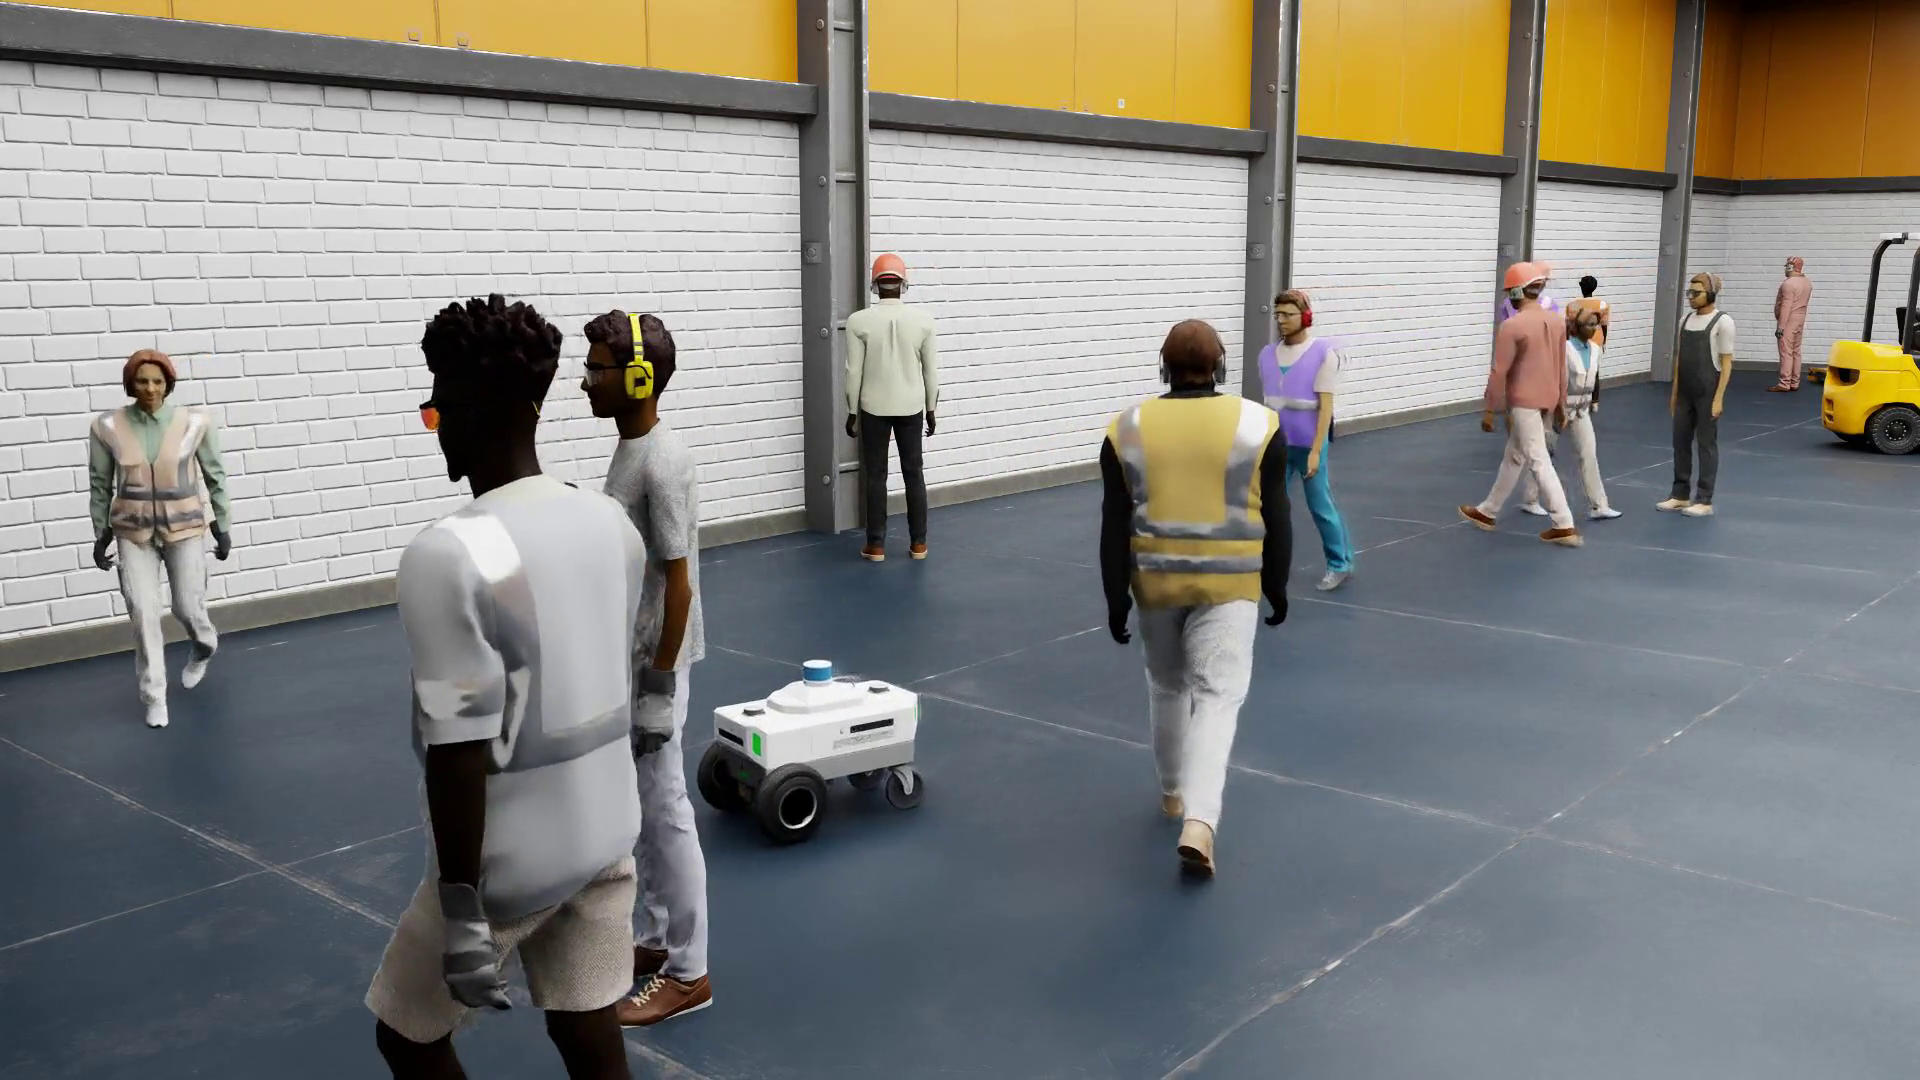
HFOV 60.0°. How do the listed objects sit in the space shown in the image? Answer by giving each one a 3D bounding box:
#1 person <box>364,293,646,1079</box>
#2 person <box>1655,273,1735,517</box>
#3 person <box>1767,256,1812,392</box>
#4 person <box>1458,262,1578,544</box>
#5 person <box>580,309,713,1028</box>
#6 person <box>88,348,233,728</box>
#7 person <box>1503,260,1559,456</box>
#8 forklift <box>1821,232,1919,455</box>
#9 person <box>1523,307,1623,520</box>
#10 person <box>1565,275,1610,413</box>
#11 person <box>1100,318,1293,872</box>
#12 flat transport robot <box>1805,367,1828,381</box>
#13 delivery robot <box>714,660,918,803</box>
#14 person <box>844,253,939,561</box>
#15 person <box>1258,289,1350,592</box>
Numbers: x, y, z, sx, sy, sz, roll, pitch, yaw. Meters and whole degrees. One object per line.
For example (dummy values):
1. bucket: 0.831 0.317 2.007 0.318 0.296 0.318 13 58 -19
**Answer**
1. person: -0.852 0.532 3.040 0.664 1.939 0.618 5 11 26
2. person: 5.594 -1.097 12.617 0.376 1.841 0.546 -4 11 -23
3. person: 11.695 -3.036 23.470 0.654 1.906 0.408 -8 13 -38
4. person: 3.930 -0.954 11.568 0.624 1.925 1.073 -7 12 -34
5. person: -0.842 0.337 4.375 0.329 1.872 0.507 -4 11 -21
6. person: -3.445 -0.035 7.206 0.558 1.613 0.552 -4 11 -19
7. person: 5.485 -1.723 15.984 0.567 1.904 0.834 7 12 35
8. forklift: 9.955 -1.972 16.595 2.313 2.155 1.214 1 10 8
9. person: 4.555 -0.931 12.379 0.519 1.581 0.819 -5 11 -25
10. person: 7.737 -2.416 20.566 0.534 1.694 0.319 2 10 12
11. person: 0.777 0.162 5.568 0.622 1.806 0.917 3 11 18
12. flat transport robot: 13.175 -2.419 24.610 0.652 0.197 1.431 0 10 2
13. delivery robot: -0.504 0.673 5.935 0.707 0.478 0.477 -7 12 -35
14. person: -0.450 -0.859 10.831 0.623 1.989 0.399 -2 10 -14
15. person: 1.947 -0.546 9.631 1.001 1.801 0.571 -9 14 -43
